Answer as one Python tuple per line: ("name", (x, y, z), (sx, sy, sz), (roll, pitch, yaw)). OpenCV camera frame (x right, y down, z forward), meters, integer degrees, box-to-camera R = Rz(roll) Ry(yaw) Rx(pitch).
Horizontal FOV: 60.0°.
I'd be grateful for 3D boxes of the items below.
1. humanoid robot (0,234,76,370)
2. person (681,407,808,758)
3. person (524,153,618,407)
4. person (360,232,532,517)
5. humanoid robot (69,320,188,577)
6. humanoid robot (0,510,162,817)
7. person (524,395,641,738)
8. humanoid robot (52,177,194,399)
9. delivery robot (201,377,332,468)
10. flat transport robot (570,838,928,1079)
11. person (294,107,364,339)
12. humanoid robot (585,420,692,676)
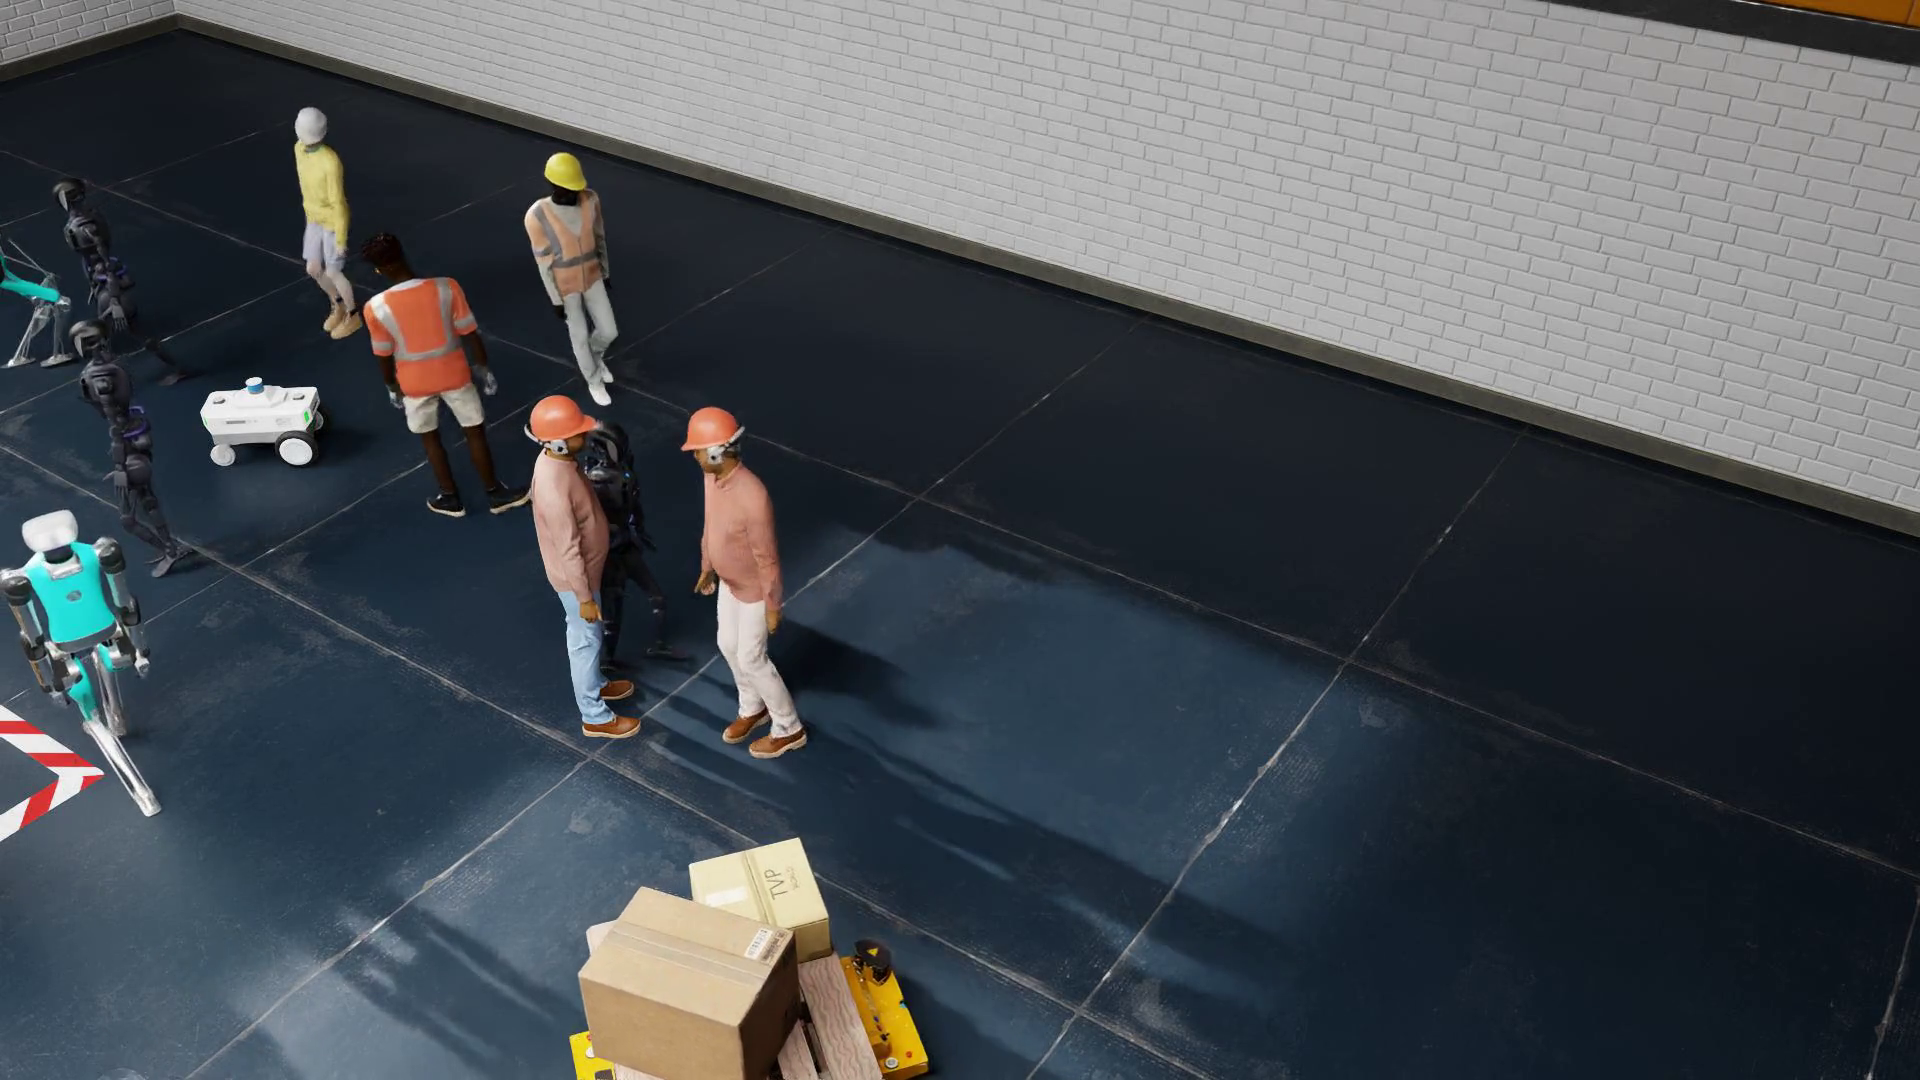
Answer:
("humanoid robot", (-6.700, -2.005, 11.843), (0.760, 1.779, 0.530), (-15, 38, -20))
("person", (-1.108, 0.218, 8.489), (0.416, 1.949, 0.633), (-20, 40, -27))
("person", (-2.625, -1.767, 11.372), (0.590, 1.893, 0.461), (-27, 43, -33))
("person", (-3.160, -1.010, 10.274), (0.806, 1.926, 0.376), (-12, 37, -16))
("humanoid robot", (-4.925, -0.549, 9.815), (0.330, 1.650, 0.592), (-15, 38, -21))
("humanoid robot", (-4.410, 0.492, 8.333), (0.540, 1.769, 1.041), (-25, 42, -31))
("person", (-1.951, 0.142, 8.556), (0.376, 1.997, 0.610), (-8, 36, -12))
("humanoid robot", (-5.931, -1.724, 11.544), (0.785, 1.626, 0.611), (-27, 43, -33))
("delivery robot", (-4.648, -0.801, 11.176), (0.811, 0.613, 0.499), (-3, 35, -5))
("flat transport robot", (-0.914, 2.179, 7.149), (1.431, 0.231, 0.659), (-11, 37, -16))
("person", (-4.640, -2.327, 12.227), (0.546, 1.835, 0.410), (22, 40, 28))
("humanoid robot", (-1.817, 0.072, 8.940), (0.488, 1.641, 0.615), (6, 35, 9))
